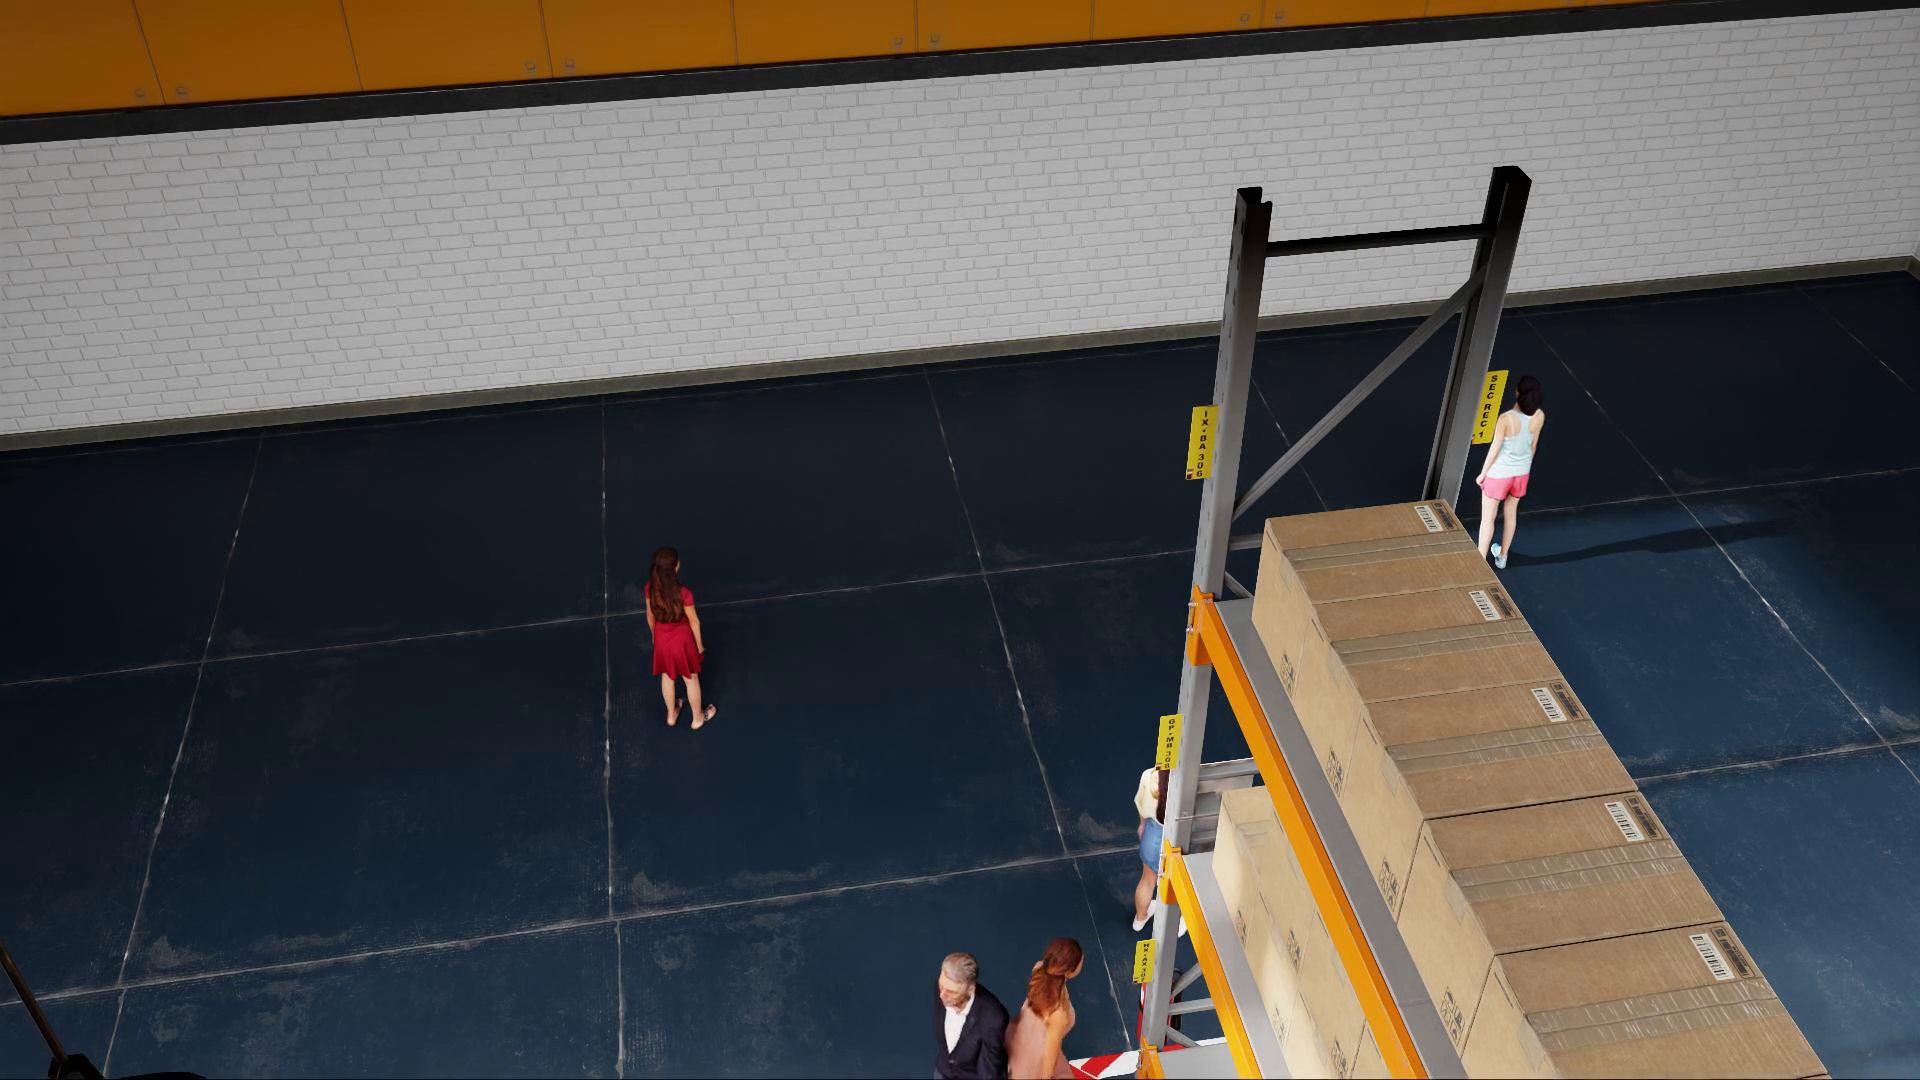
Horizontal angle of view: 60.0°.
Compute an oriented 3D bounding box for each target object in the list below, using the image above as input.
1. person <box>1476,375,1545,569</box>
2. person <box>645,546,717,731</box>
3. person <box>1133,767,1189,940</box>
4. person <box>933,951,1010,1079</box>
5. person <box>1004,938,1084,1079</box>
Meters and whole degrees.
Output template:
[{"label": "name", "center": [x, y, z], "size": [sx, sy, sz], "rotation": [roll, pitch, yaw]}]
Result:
[{"label": "person", "center": [4.250, -0.521, 12.939], "size": [0.599, 1.764, 0.549], "rotation": [-8, 39, -10]}, {"label": "person", "center": [-1.988, 0.682, 11.602], "size": [0.649, 1.552, 0.709], "rotation": [9, 40, 11]}, {"label": "person", "center": [1.260, 1.834, 10.095], "size": [0.713, 1.632, 0.772], "rotation": [22, 43, 25]}, {"label": "person", "center": [0.136, 2.743, 8.850], "size": [1.196, 1.766, 1.219], "rotation": [26, 45, 28]}, {"label": "person", "center": [0.297, 2.746, 8.845], "size": [0.658, 1.768, 0.957], "rotation": [-3, 39, -4]}]
